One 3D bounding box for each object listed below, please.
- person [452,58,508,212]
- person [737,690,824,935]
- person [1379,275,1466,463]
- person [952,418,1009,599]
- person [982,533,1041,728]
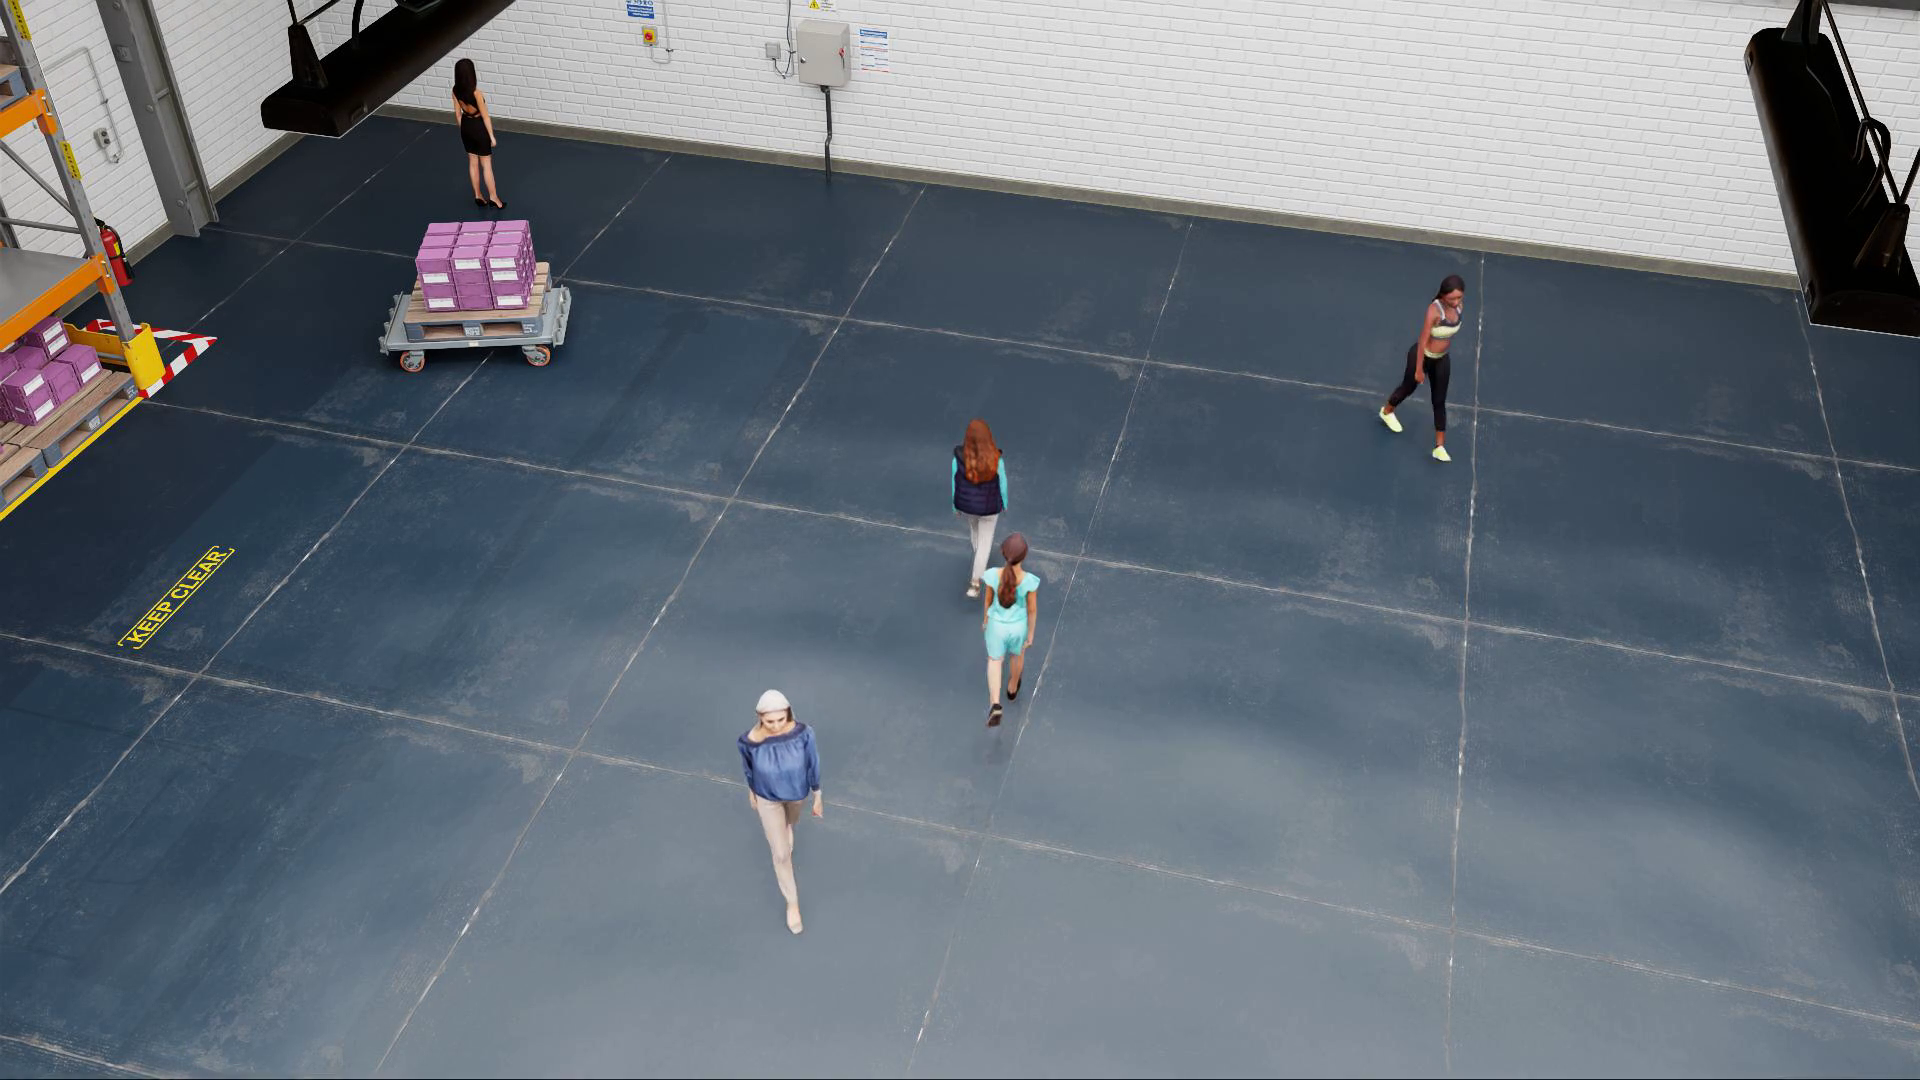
[{"bbox_3d":[-5.064,-4.229,17.381,0.600,1.648,0.529,15,41,18],"label":"person"},{"bbox_3d":[-1.091,1.510,10.189,0.998,1.656,1.233,-9,40,-11],"label":"person"},{"bbox_3d":[3.881,-1.547,13.977,1.056,1.706,1.201,-18,42,-22],"label":"person"},{"bbox_3d":[0.140,-0.230,12.510,0.567,1.478,0.931,10,40,13],"label":"person"},{"bbox_3d":[0.320,0.625,11.389,0.632,1.542,0.937,5,39,6],"label":"person"}]
